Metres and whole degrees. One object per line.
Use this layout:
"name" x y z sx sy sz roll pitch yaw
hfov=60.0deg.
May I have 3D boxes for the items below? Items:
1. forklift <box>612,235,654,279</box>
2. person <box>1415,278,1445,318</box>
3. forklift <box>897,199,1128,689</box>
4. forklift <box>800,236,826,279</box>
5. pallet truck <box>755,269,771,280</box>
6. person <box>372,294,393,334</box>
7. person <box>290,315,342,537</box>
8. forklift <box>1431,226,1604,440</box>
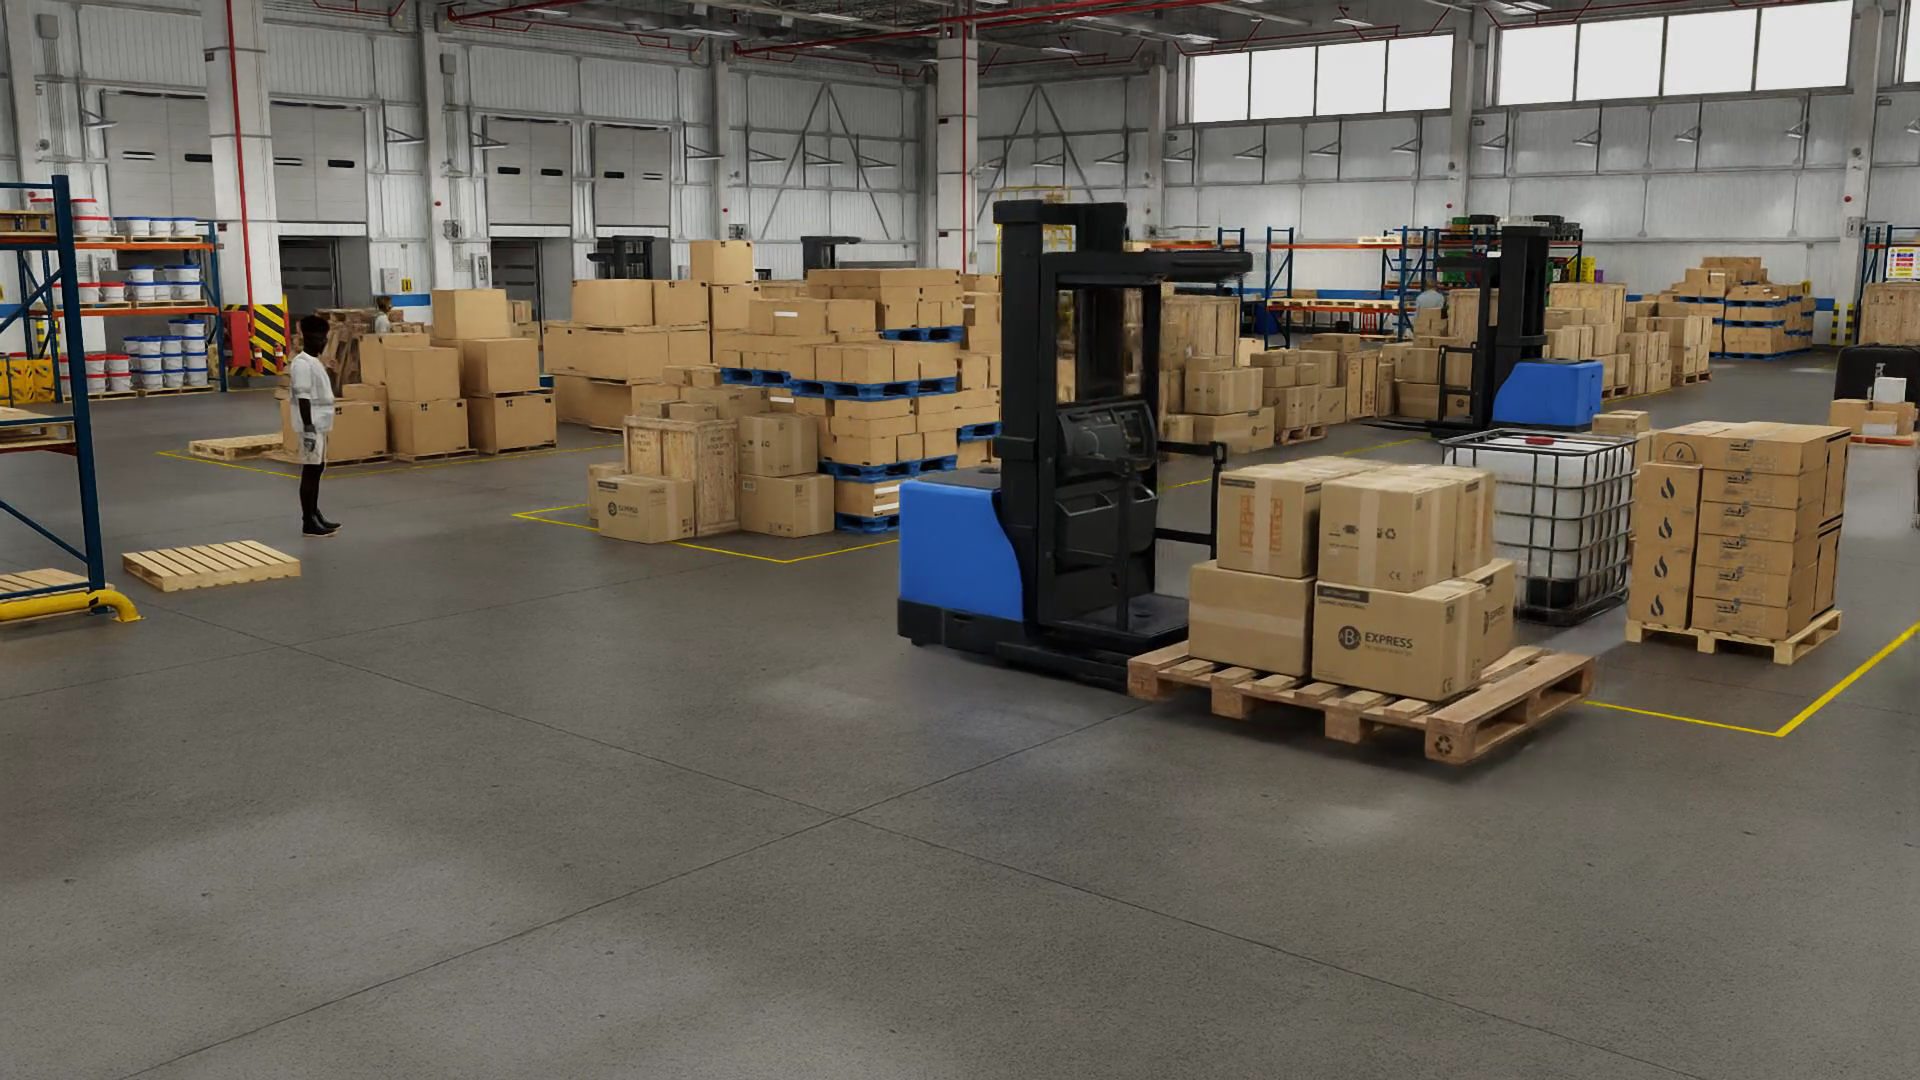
"forklift" -7.300 -5.450 37.421 1.873 2.768 1.129 8 13 40
"person" 10.192 -4.755 36.263 0.651 1.905 0.860 8 13 39
"forklift" 0.605 -0.678 10.254 1.873 2.768 1.129 8 13 40
"forklift" -3.500 -5.872 39.825 1.873 2.768 1.129 2 10 12
"pallet truck" -4.996 -6.432 45.525 1.885 1.965 0.823 -6 12 -32
"person" -9.149 -2.961 26.248 0.627 1.828 0.528 -6 12 -31
"person" -5.713 -1.007 14.747 0.386 1.956 0.610 -2 10 -11
"forklift" 7.339 -2.688 21.696 1.873 2.768 1.129 8 13 40
